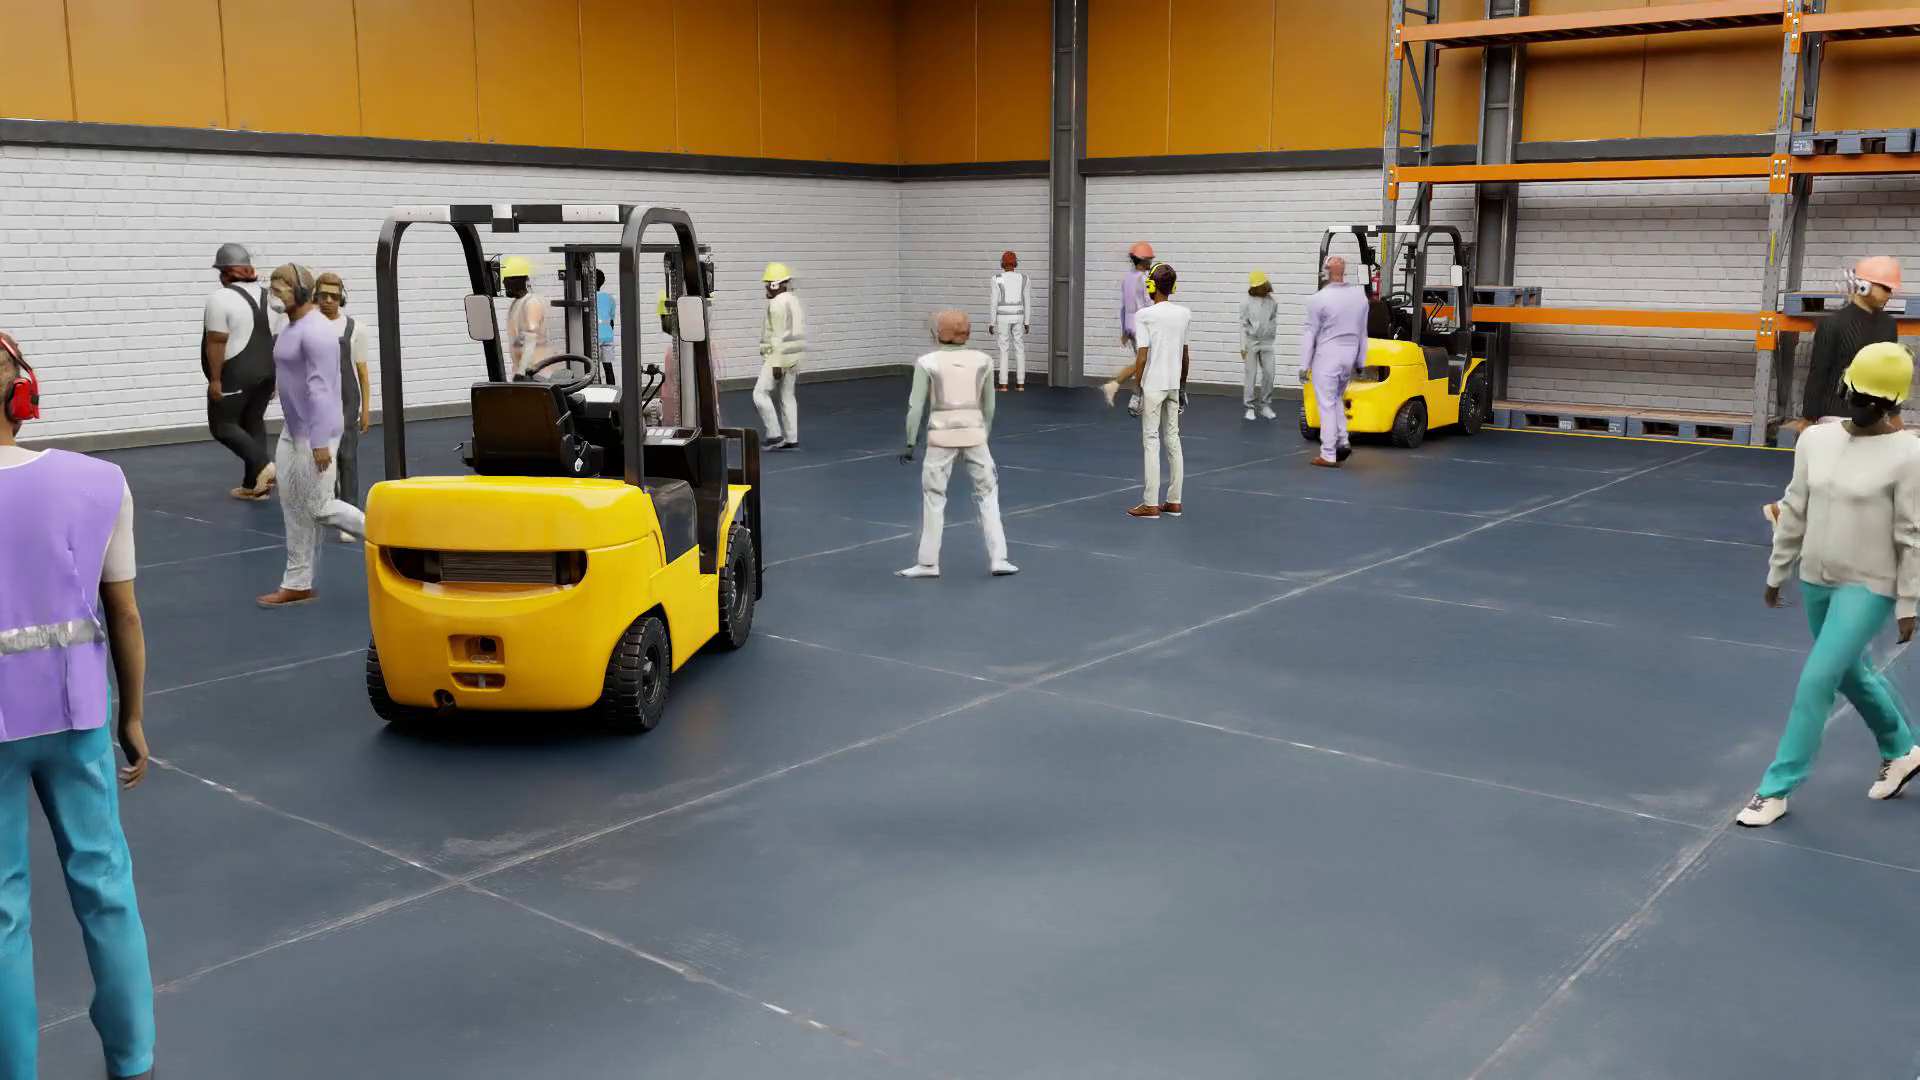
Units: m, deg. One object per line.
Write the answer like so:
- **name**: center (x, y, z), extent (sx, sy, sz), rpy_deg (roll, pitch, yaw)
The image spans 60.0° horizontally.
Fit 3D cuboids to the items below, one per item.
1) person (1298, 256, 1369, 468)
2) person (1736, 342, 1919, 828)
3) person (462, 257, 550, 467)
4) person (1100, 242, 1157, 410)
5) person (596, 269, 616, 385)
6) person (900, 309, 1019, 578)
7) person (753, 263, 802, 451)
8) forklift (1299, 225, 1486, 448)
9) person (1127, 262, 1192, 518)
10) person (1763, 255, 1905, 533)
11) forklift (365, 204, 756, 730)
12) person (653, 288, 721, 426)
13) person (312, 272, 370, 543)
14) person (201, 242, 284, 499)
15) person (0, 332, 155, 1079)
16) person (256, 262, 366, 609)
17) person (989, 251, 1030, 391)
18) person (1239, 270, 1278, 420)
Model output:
- **person**: center (3.323, -1.595, 14.936), extent (0.677, 1.890, 0.435), rpy_deg (-6, 12, -28)
- **person**: center (3.152, 0.142, 5.839), extent (0.894, 1.695, 0.556), rpy_deg (-4, 11, -21)
- **person**: center (-3.857, -1.498, 14.444), extent (0.969, 1.881, 0.594), rpy_deg (-8, 13, -36)
- **person**: center (2.064, -2.512, 19.686), extent (0.852, 2.024, 0.616), rpy_deg (-4, 11, -20)
- **person**: center (-4.336, -2.392, 19.910), extent (0.318, 1.696, 0.537), rpy_deg (7, 12, 33)
- **person**: center (-0.012, -0.568, 10.004), extent (0.761, 1.623, 0.358), rpy_deg (-2, 10, -13)
- **person**: center (-1.775, -1.746, 15.998), extent (0.516, 1.816, 0.610), rpy_deg (3, 11, 14)
- **forklift**: center (4.449, -2.115, 16.993), extent (1.214, 2.155, 2.313), rpy_deg (8, 13, 38)
- **person**: center (1.459, -1.093, 12.228), extent (0.514, 1.872, 0.328), rpy_deg (-6, 12, -32)
- **person**: center (5.554, -0.823, 10.534), extent (0.619, 1.950, 0.926), rpy_deg (-5, 11, -25)
- **forklift**: center (-1.766, -0.406, 7.525), extent (1.214, 2.155, 2.313), rpy_deg (1, 10, 7)
- **person**: center (-1.735, -0.691, 10.348), extent (0.666, 1.736, 0.518), rpy_deg (2, 10, 8)
- **person**: center (-4.302, -0.917, 11.399), extent (0.524, 1.823, 0.726), rpy_deg (-3, 11, -14)
- **person**: center (-5.550, -1.298, 12.893), extent (0.637, 2.000, 0.693), rpy_deg (3, 11, 18)
- **person**: center (-2.126, 0.450, 3.757), extent (0.564, 1.842, 0.393), rpy_deg (-9, 14, -42)
- **person**: center (-3.555, -0.578, 9.274), extent (0.764, 1.912, 0.639), rpy_deg (-8, 13, -38)
- **person**: center (0.672, -2.950, 22.476), extent (0.585, 1.882, 0.337), rpy_deg (-3, 11, -19)
- **person**: center (3.360, -2.199, 18.808), extent (0.500, 1.703, 0.497), rpy_deg (-3, 11, -15)
